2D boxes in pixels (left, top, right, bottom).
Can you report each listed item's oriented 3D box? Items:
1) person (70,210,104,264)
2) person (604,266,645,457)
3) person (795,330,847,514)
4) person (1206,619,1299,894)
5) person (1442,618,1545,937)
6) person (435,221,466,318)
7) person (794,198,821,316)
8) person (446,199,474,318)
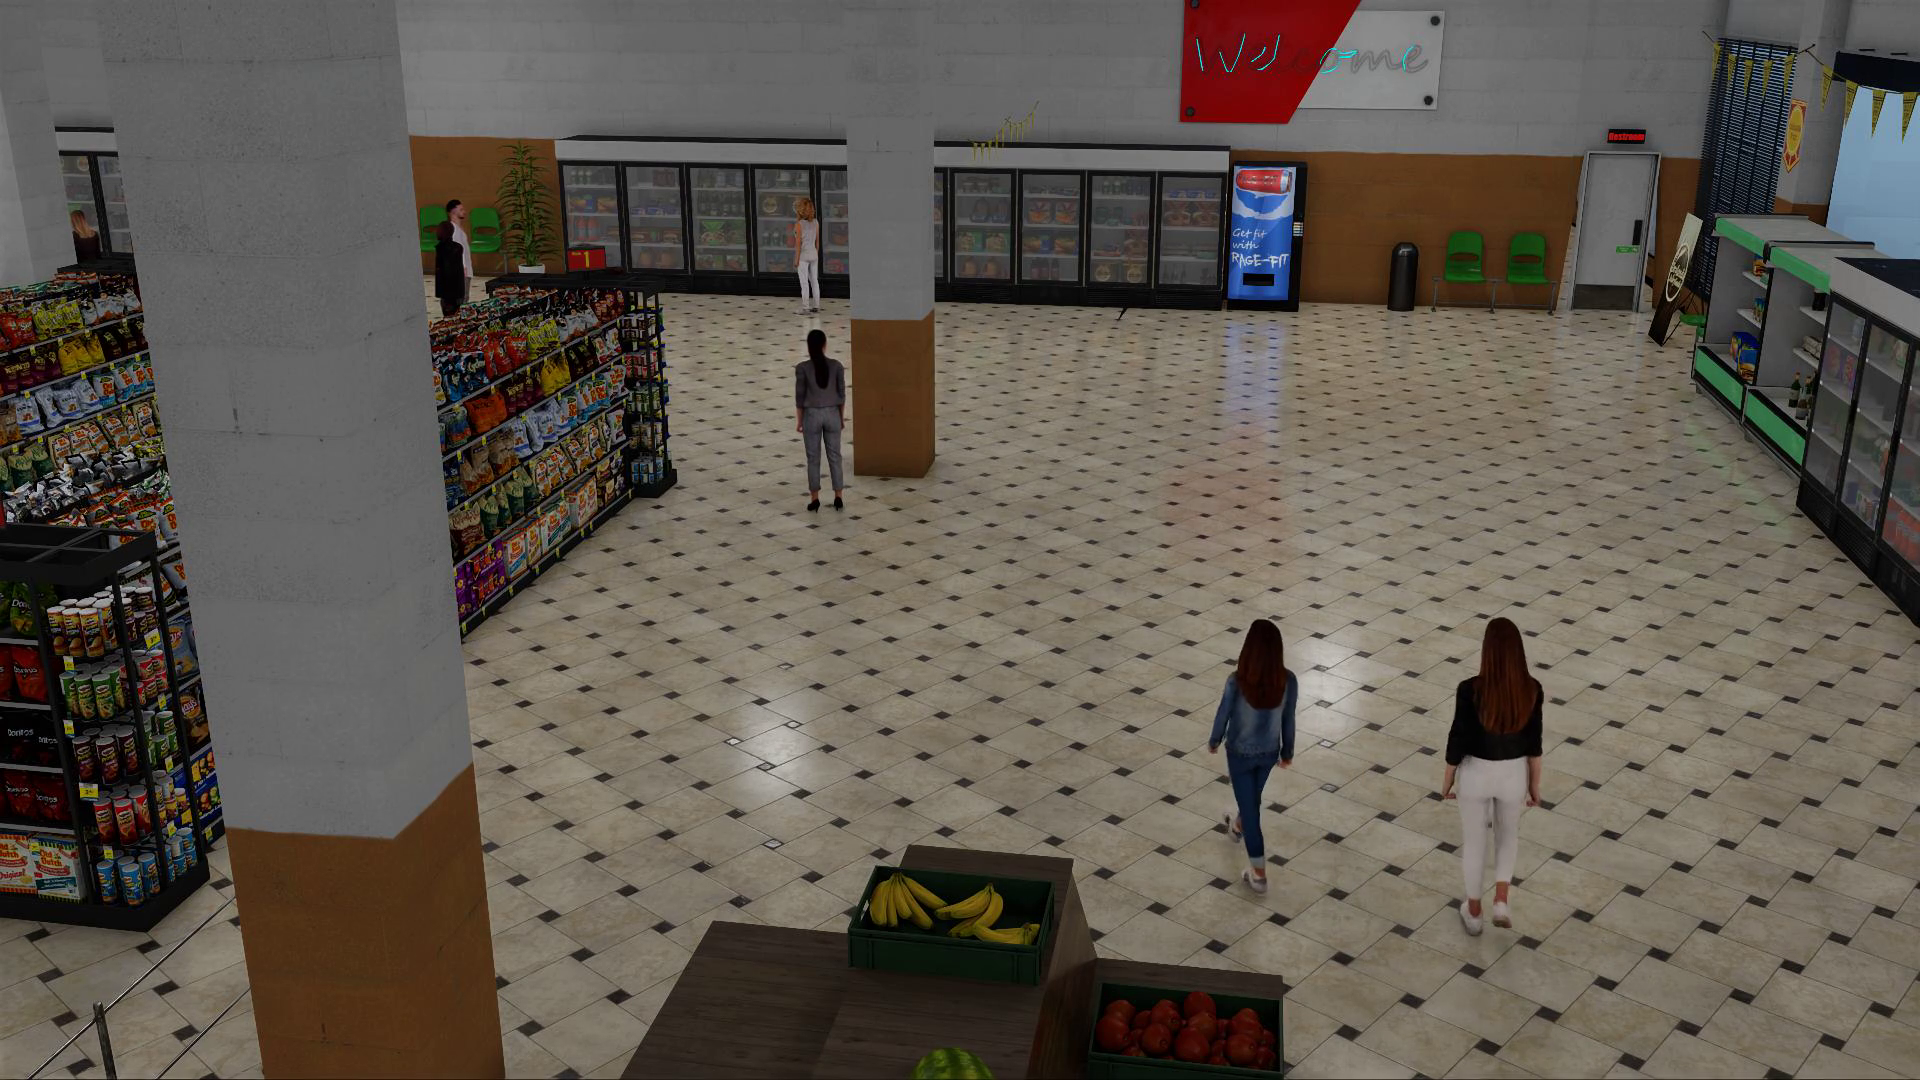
[{"bbox_3d":[-11.829,-3.624,22.577,0.737,1.703,0.600,14,23,35],"label":"person"},{"bbox_3d":[-3.385,-1.747,16.573,0.907,1.982,0.723,10,21,27],"label":"person"},{"bbox_3d":[-1.254,-1.072,15.048,0.699,1.678,0.703,-4,19,-13],"label":"person"},{"bbox_3d":[1.572,1.162,8.791,0.824,1.442,1.049,-5,19,-14],"label":"person"},{"bbox_3d":[2.656,1.219,8.228,0.651,1.694,0.672,2,19,5],"label":"person"},{"bbox_3d":[-6.324,-3.069,20.743,0.843,1.825,0.677,-3,19,-10],"label":"person"},{"bbox_3d":[-2.207,-4.101,24.042,0.747,1.671,0.650,17,25,41],"label":"person"},{"bbox_3d":[-6.782,-3.706,22.613,0.814,1.835,0.681,-6,20,-17],"label":"person"}]
